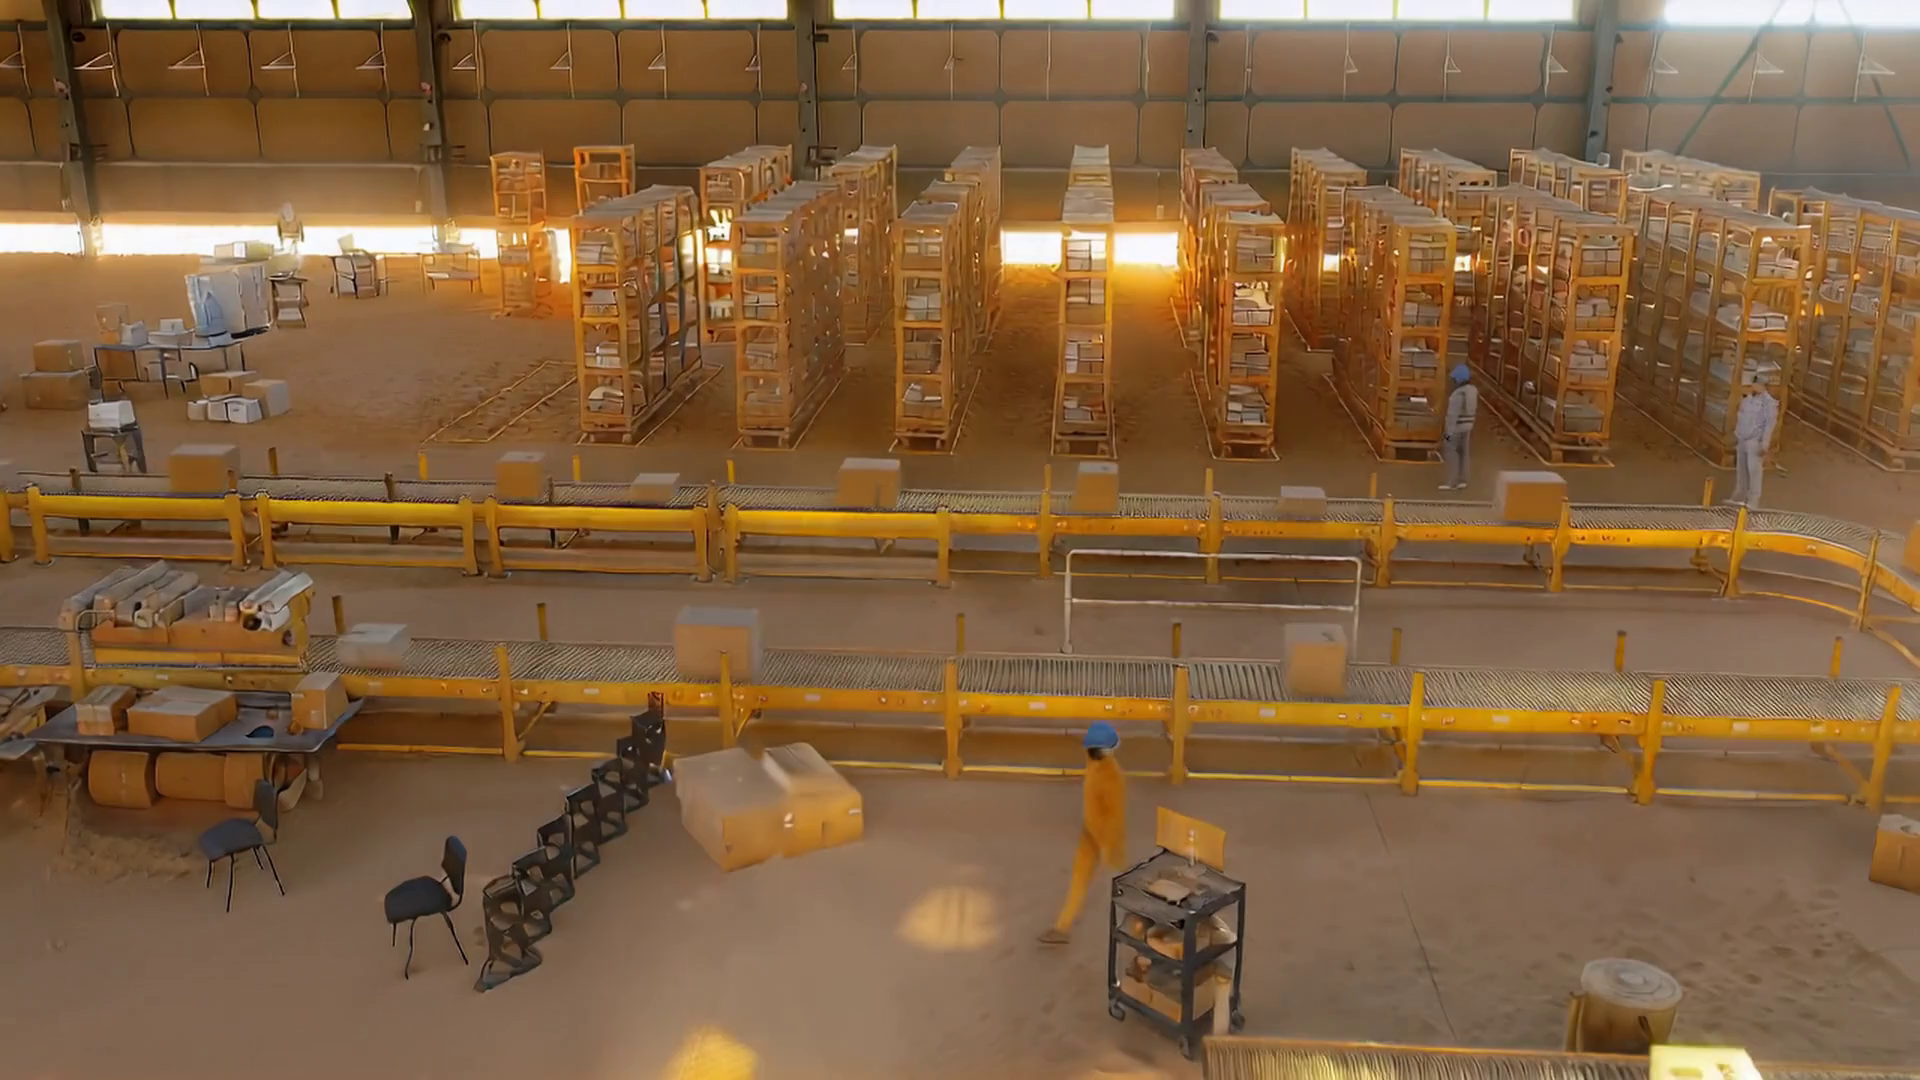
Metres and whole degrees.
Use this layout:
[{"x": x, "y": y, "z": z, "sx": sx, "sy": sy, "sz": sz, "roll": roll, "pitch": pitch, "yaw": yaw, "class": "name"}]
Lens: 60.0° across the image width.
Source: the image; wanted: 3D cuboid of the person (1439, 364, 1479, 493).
[{"x": 7.062, "y": -1.578, "z": 23.573, "sx": 0.592, "sy": 1.828, "sz": 0.404, "roll": -14, "pitch": 22, "yaw": -38, "class": "person"}]

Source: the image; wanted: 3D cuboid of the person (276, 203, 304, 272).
[{"x": -17.678, "y": -7.990, "z": 43.928, "sx": 0.631, "sy": 1.831, "sz": 0.429, "roll": -5, "pitch": 18, "yaw": -15, "class": "person"}]

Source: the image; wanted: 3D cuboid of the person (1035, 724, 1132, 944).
[{"x": 1.023, "y": 2.122, "z": 12.008, "sx": 0.934, "sy": 1.716, "sz": 0.539, "roll": -9, "pitch": 19, "yaw": -25, "class": "person"}]

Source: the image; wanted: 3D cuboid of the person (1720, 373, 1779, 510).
[{"x": 10.772, "y": -1.333, "z": 22.664, "sx": 0.408, "sy": 1.913, "sz": 0.642, "roll": -4, "pitch": 18, "yaw": -12, "class": "person"}]
